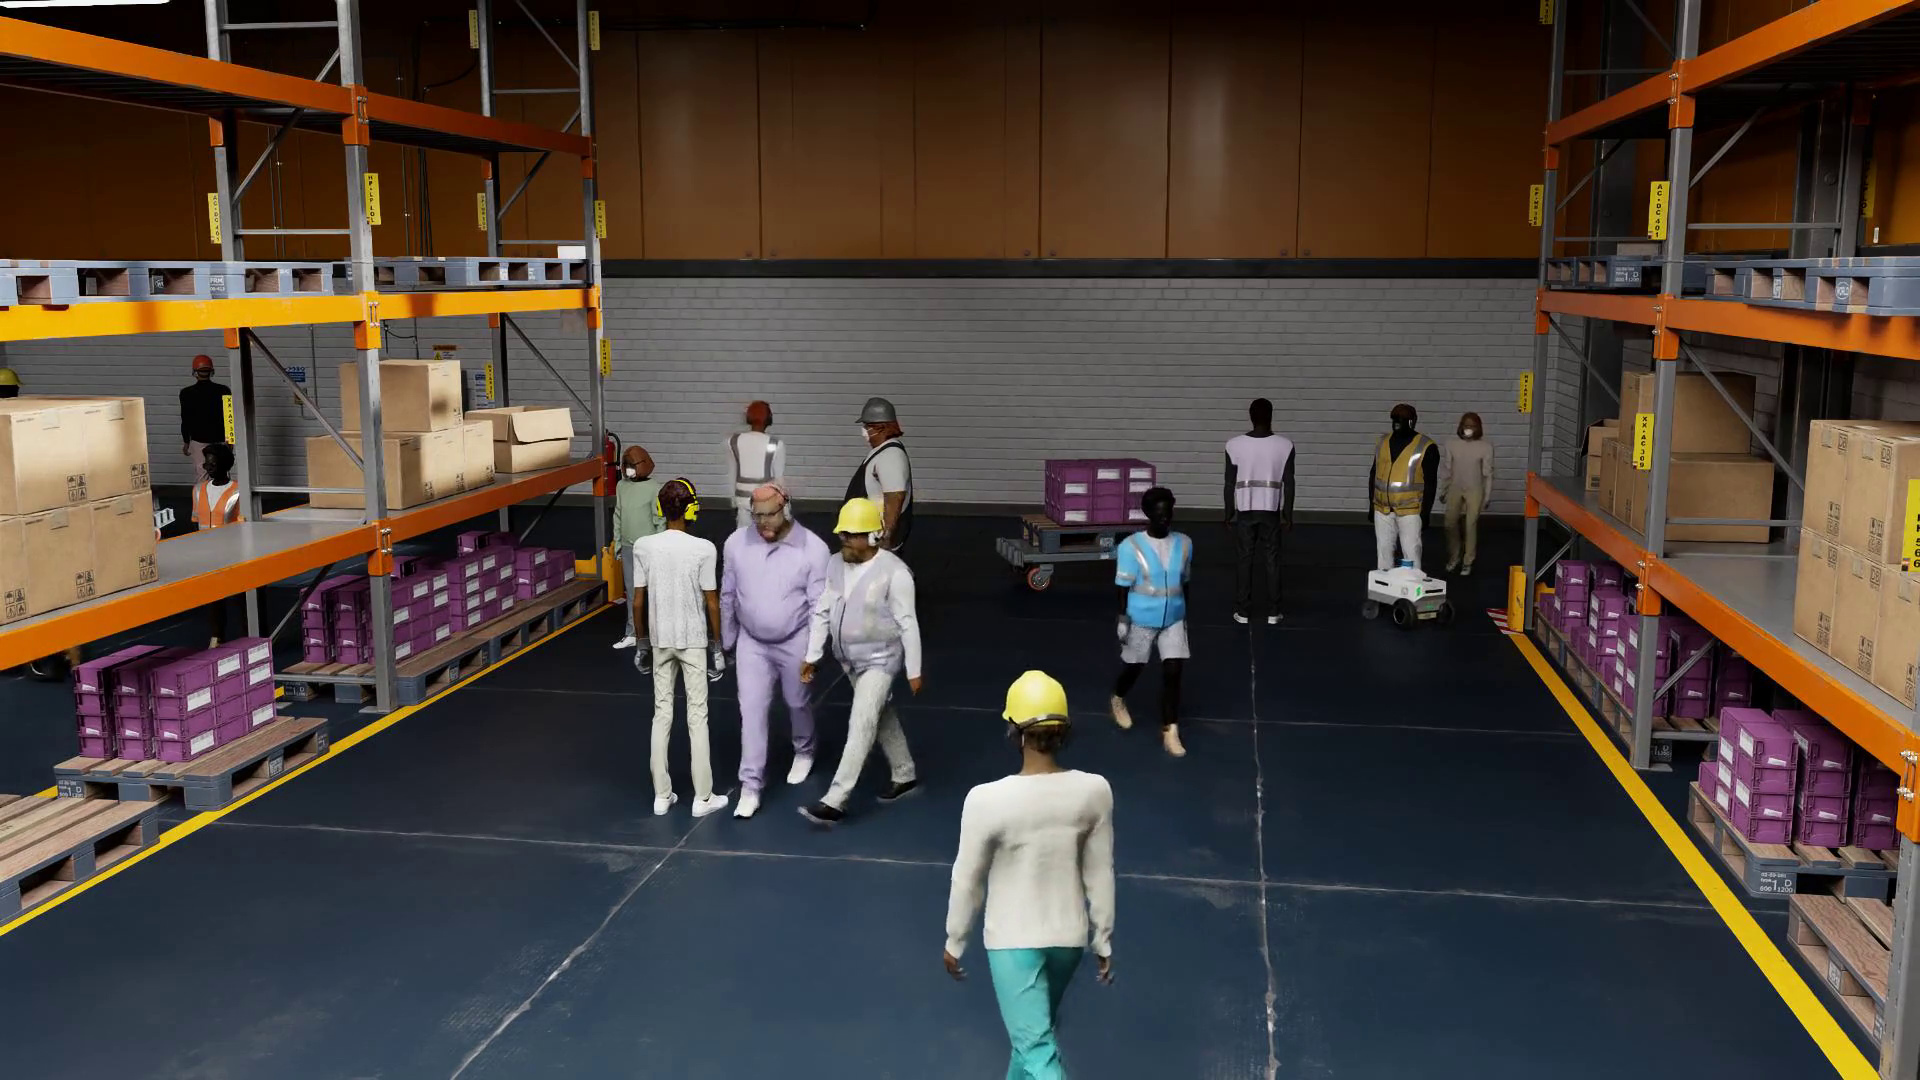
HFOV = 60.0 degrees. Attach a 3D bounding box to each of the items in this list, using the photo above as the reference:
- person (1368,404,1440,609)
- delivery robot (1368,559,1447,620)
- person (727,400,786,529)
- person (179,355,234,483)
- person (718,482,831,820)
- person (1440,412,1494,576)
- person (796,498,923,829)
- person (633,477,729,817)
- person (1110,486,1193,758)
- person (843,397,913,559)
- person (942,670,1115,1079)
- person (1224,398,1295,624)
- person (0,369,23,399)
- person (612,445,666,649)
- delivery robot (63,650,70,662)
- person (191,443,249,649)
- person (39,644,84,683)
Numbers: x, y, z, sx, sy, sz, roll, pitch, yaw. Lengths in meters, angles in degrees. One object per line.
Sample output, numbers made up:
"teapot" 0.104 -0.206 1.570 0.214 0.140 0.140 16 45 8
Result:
"person" 3.831 -0.268 14.514 0.619 1.845 0.430 9 13 42
"delivery robot" 3.774 0.401 14.053 0.477 0.478 0.707 -4 10 -24
"person" -1.824 -0.317 14.813 0.576 1.856 0.909 2 9 11
"person" -8.971 -1.209 19.846 0.611 1.995 0.381 -9 13 -43
"person" -1.044 0.567 9.383 0.664 1.843 1.030 1 9 7
"person" 4.964 -0.450 16.324 0.529 1.612 0.365 6 11 31
"person" -0.534 0.649 9.067 0.966 1.776 0.610 -9 13 -42
"person" -1.543 0.589 9.145 0.528 1.869 0.313 2 9 13
"person" 1.191 0.474 10.474 0.537 1.670 0.777 -3 10 -18
"person" -0.632 -0.077 12.721 0.536 2.000 0.688 -1 9 -4
"person" 0.244 1.278 5.365 0.532 1.719 0.937 -4 10 -26
"person" 2.531 -0.238 14.100 0.590 1.916 0.389 2 9 9
"person" -10.368 -0.904 18.167 0.585 1.929 0.371 8 12 40
"person" -2.526 0.067 13.092 0.497 1.632 0.289 5 11 29
"delivery robot" -6.913 0.693 12.255 0.707 0.478 0.477 -1 9 -4
"person" -5.598 0.106 12.655 0.535 1.697 0.318 2 9 10
"person" -6.271 0.166 11.630 0.745 1.914 0.547 4 10 22
